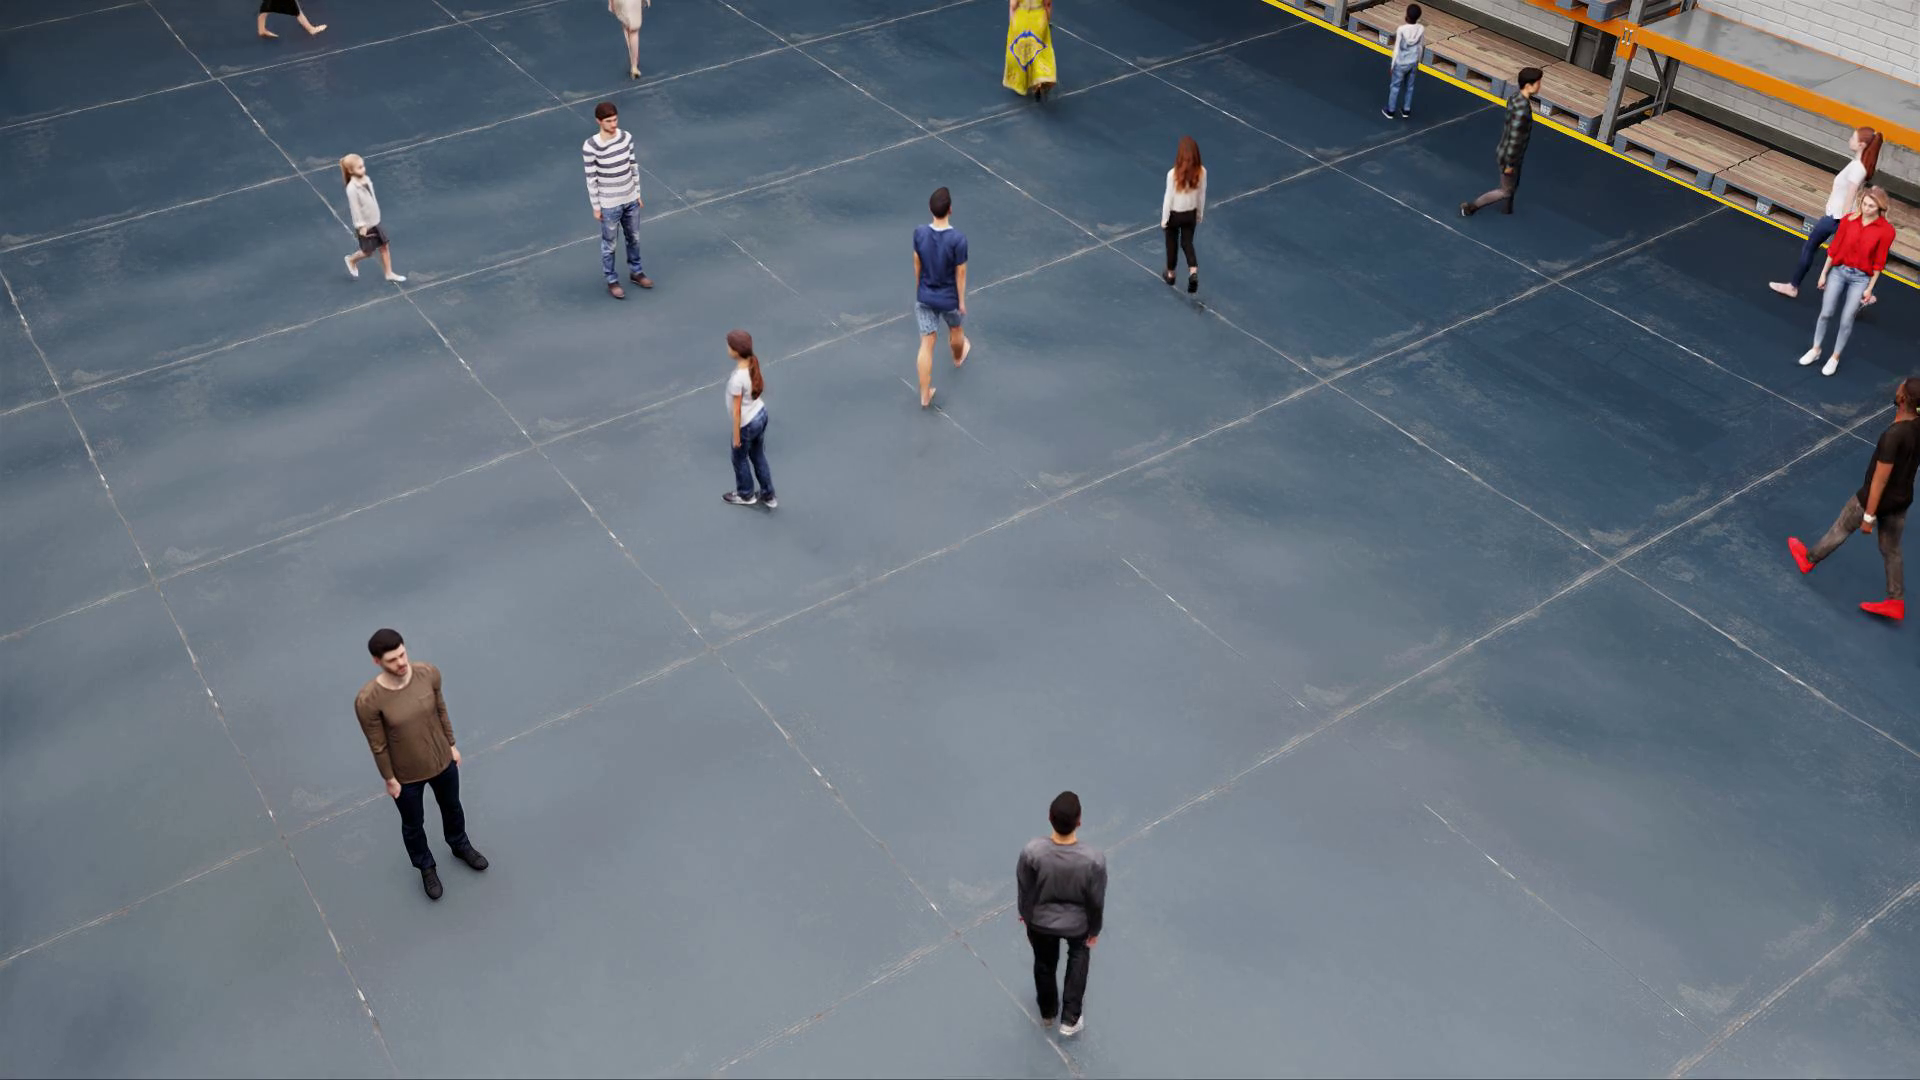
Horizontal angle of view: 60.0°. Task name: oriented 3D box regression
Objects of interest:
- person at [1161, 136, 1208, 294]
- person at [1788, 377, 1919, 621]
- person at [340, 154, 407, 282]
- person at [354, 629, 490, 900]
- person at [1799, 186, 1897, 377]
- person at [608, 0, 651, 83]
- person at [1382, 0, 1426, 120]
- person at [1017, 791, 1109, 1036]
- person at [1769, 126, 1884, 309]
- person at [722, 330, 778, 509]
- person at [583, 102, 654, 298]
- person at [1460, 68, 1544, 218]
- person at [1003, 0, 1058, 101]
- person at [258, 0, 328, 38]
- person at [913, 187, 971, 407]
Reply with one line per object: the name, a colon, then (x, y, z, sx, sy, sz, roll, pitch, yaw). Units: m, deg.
person: (2.042, -2.907, 15.058, 0.717, 1.471, 0.900, -10, 40, -13)
person: (6.456, -0.228, 11.466, 0.776, 1.767, 1.221, -22, 44, -25)
person: (-5.488, -2.935, 15.261, 0.856, 1.262, 0.742, 12, 40, 15)
person: (-3.103, 1.249, 9.521, 0.685, 1.887, 0.623, -31, 48, -33)
person: (7.490, -2.200, 13.990, 0.536, 1.699, 0.726, 30, 47, 32)
person: (-3.757, -6.019, 18.755, 0.765, 1.721, 0.825, 2, 39, 2)
person: (4.855, -5.221, 18.125, 0.559, 1.261, 0.592, -5, 39, -6)
person: (0.513, 2.020, 8.663, 0.779, 1.752, 0.836, 2, 39, 3)
person: (7.912, -2.805, 14.744, 0.672, 1.703, 1.155, -30, 48, -32)
person: (-1.568, -0.886, 12.460, 0.807, 1.555, 0.735, 17, 42, 20)
person: (-3.099, -3.079, 14.972, 0.650, 1.847, 0.541, -26, 46, -29)
person: (5.342, -3.805, 16.293, 1.053, 1.700, 0.999, 9, 39, 11)
person: (0.782, -5.597, 18.291, 0.964, 1.640, 1.111, -5, 39, -7)
person: (-8.259, -6.693, 19.709, 1.011, 1.583, 1.096, -2, 39, -3)
person: (-0.198, -1.928, 13.575, 1.160, 1.792, 1.163, 10, 40, 12)
